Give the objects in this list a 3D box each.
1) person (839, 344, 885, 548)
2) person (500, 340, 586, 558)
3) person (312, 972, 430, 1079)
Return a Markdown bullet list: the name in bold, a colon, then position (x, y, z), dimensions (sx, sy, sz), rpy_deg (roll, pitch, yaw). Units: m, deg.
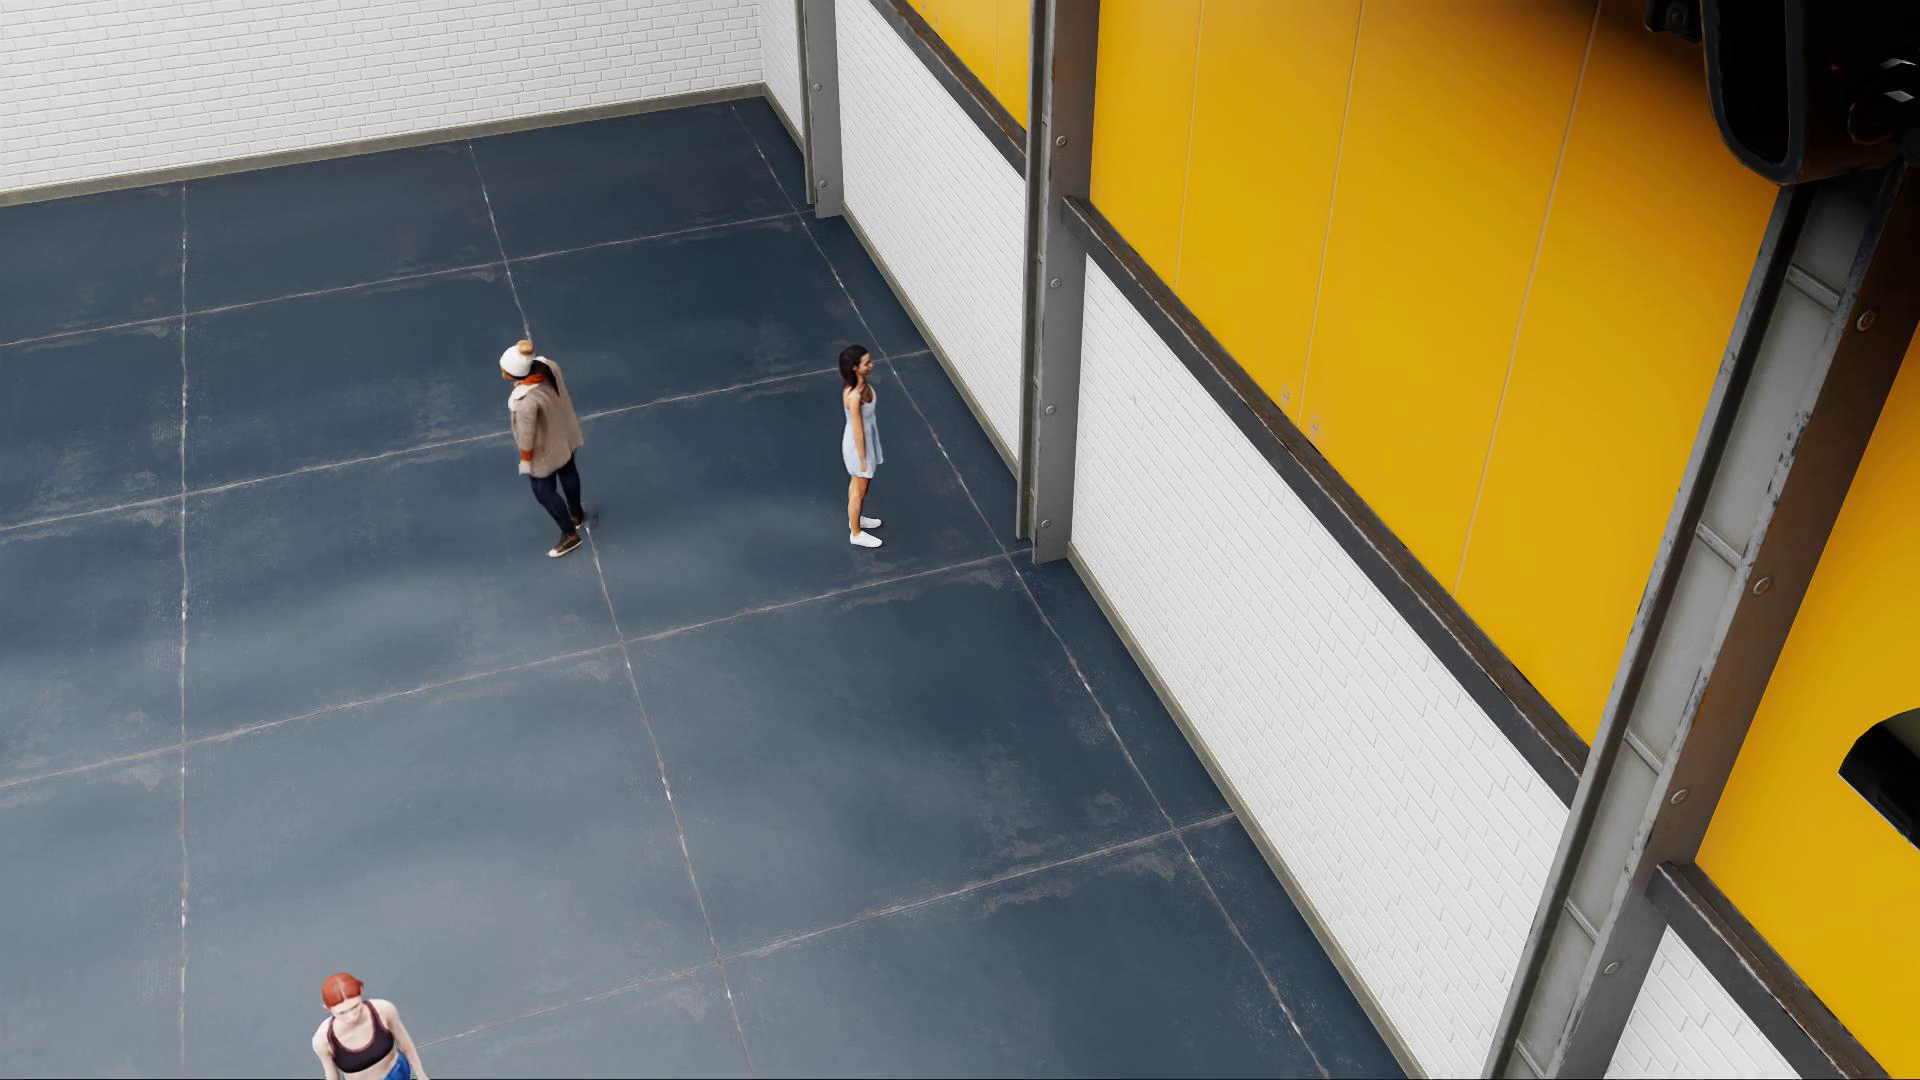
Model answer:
- **person**: position (-0.757, -0.731, 12.572), dimensions (0.714, 1.730, 0.575), rpy_deg (0, 39, 0)
- **person**: position (-3.075, -0.811, 12.563), dimensions (1.030, 1.866, 0.915), rpy_deg (21, 43, 24)
- **person**: position (-2.903, 2.692, 8.282), dimensions (0.853, 1.734, 1.257), rpy_deg (-26, 45, -29)
